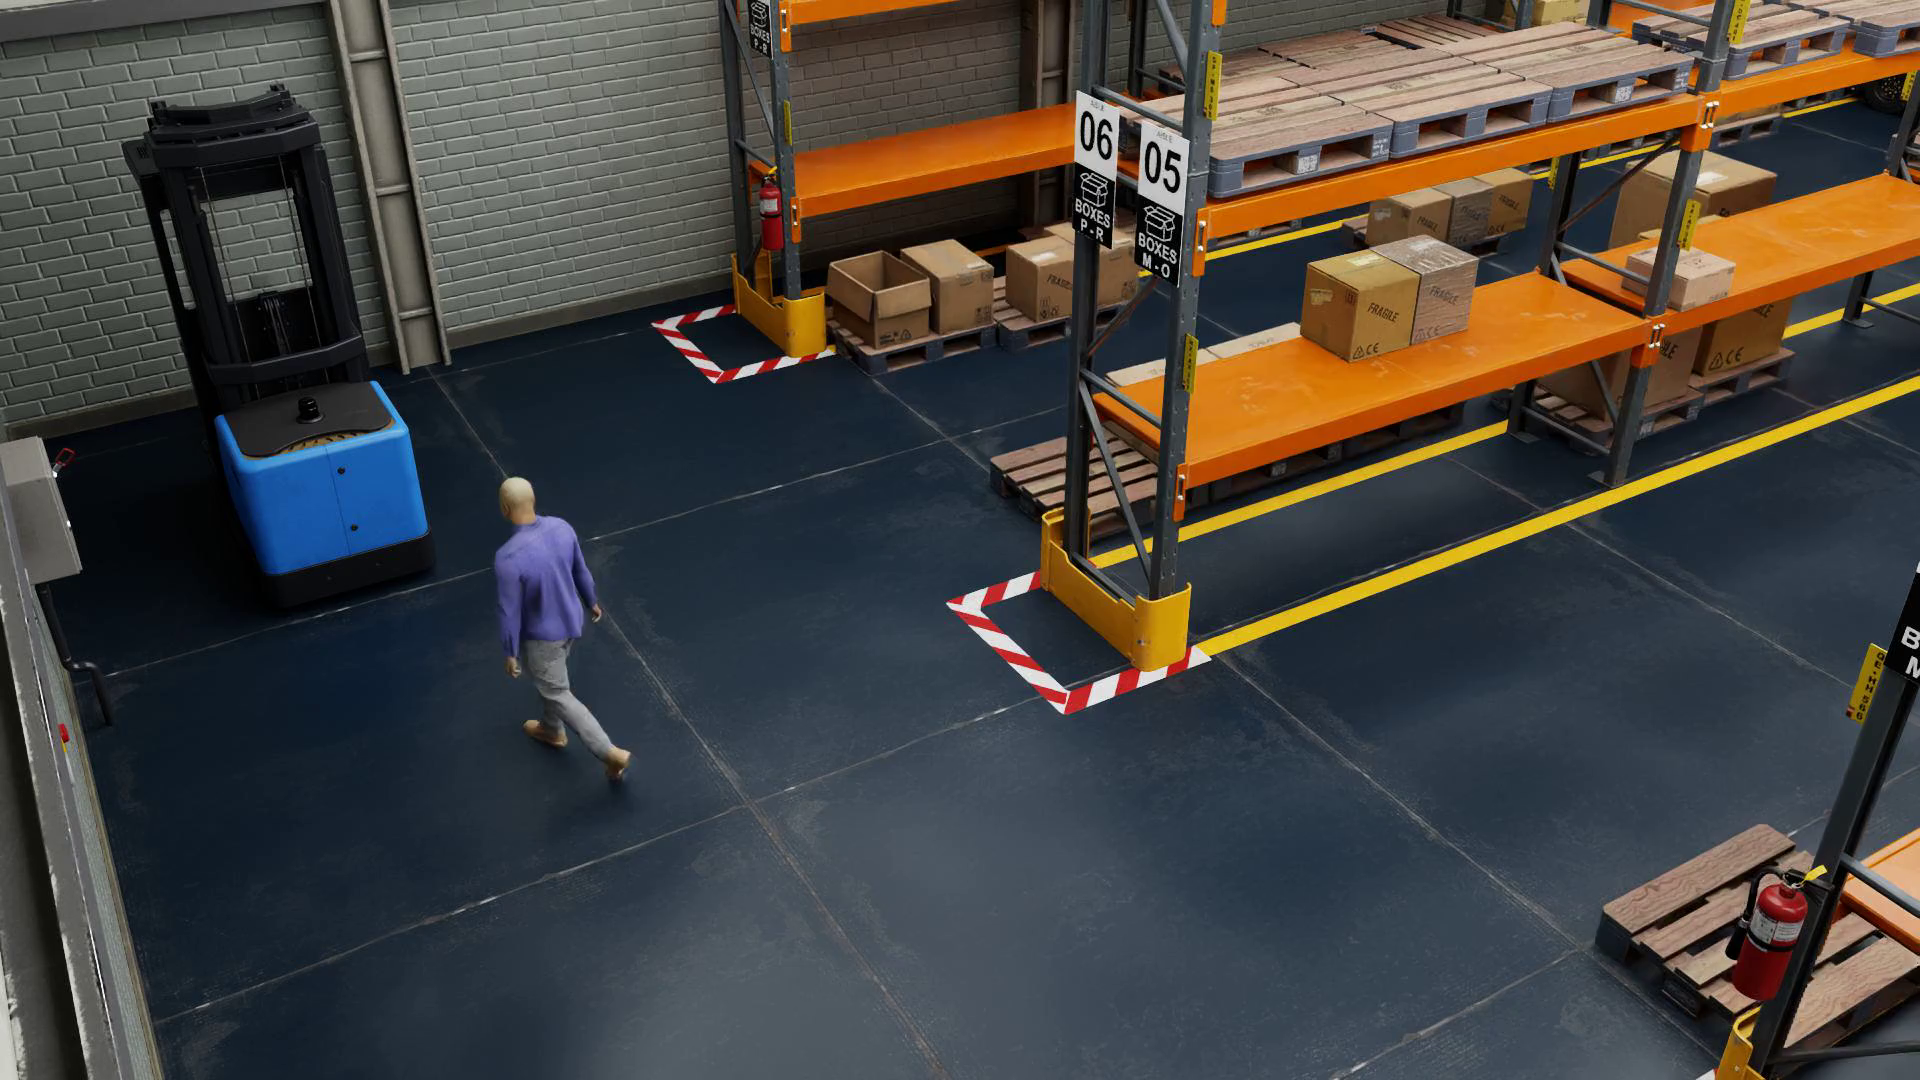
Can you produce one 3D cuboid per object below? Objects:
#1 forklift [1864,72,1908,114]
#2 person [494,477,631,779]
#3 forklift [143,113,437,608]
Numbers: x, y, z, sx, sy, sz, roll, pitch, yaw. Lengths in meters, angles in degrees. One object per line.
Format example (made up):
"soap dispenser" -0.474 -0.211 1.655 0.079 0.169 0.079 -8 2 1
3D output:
"forklift" 11.468 -5.645 18.244 1.214 2.155 2.313 -17 36 -26
"person" -2.100 0.482 8.751 0.831 1.755 0.669 18 36 26
"forklift" -4.289 -1.259 10.509 1.129 2.768 1.873 -17 36 -26
